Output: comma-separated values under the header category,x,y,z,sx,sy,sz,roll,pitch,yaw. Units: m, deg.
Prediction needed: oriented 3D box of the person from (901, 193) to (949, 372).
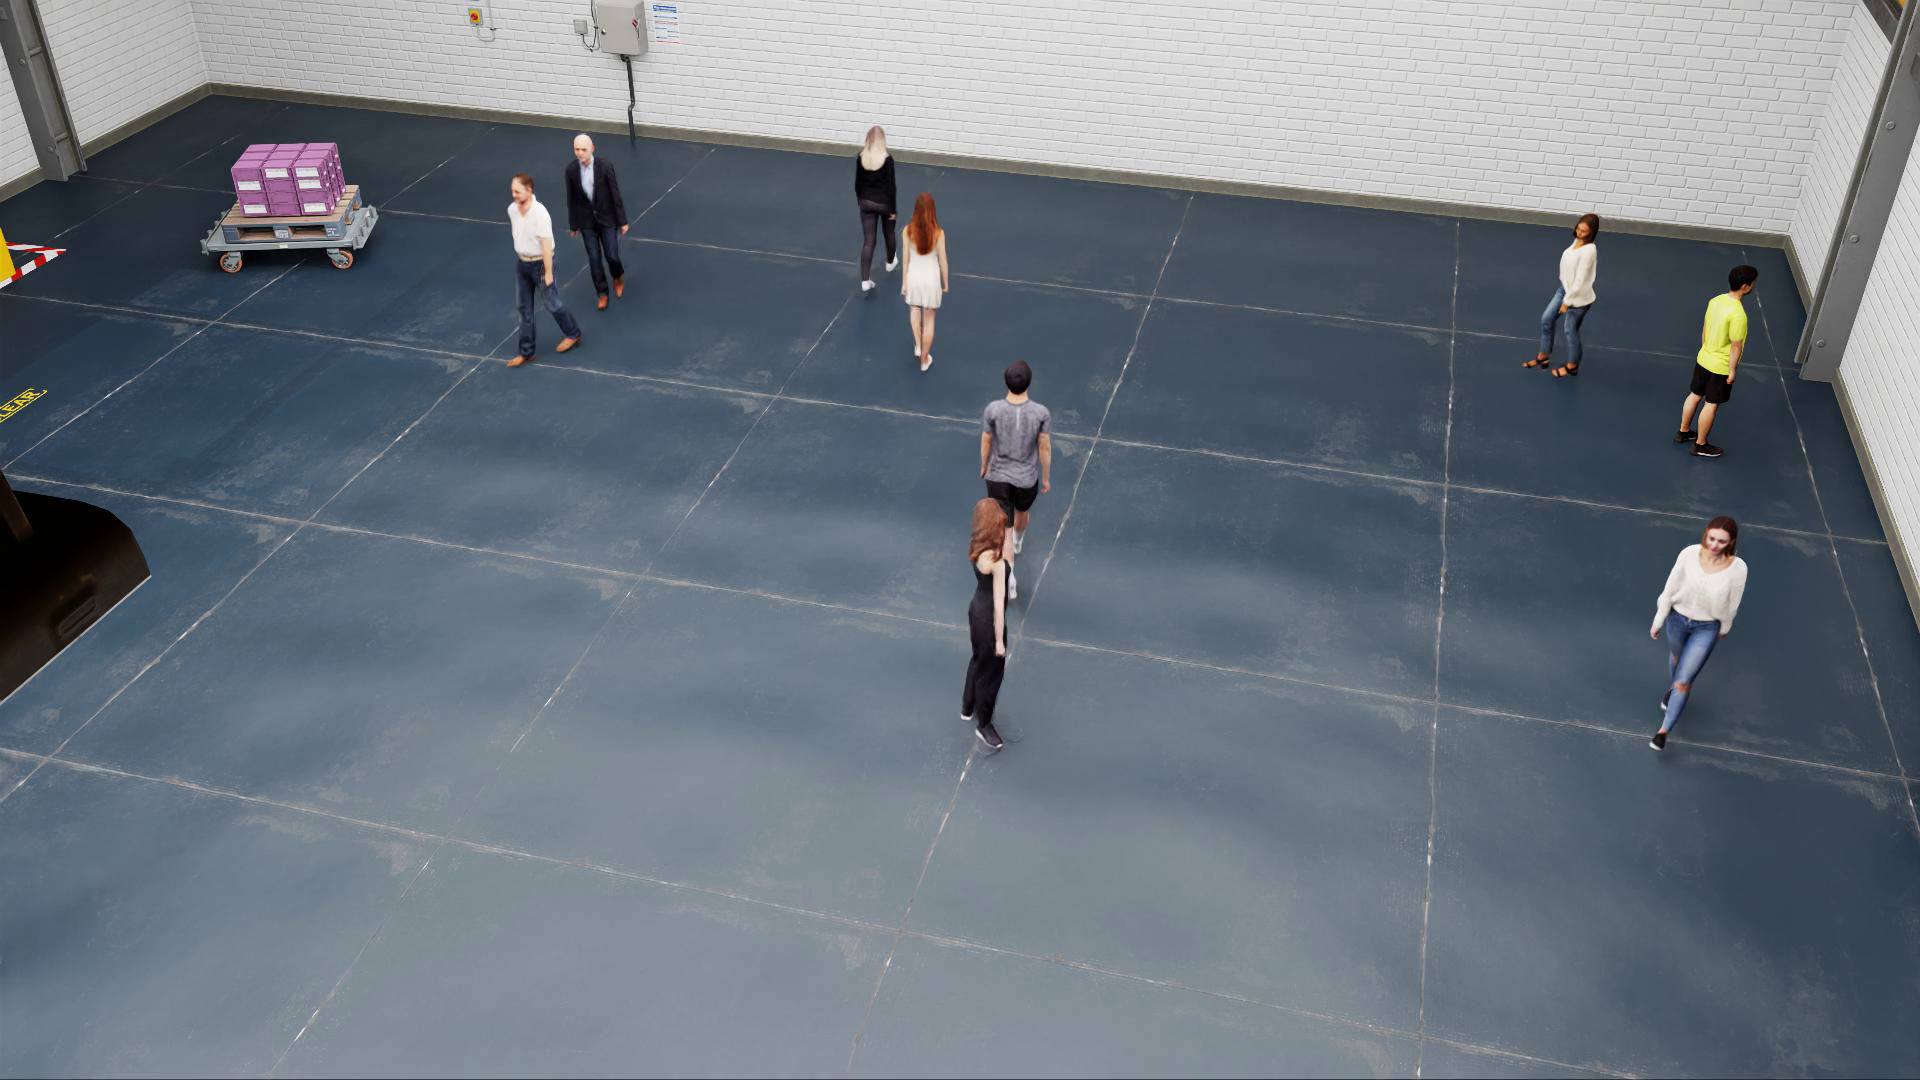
category,x,y,z,sx,sy,sz,roll,pitch,yaw
person,-0.351,-2.335,15.293,0.605,1.699,0.648,5,34,8

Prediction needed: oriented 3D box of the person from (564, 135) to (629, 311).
category,x,y,z,sx,sy,sz,roll,pitch,yaw
person,-3.580,-3.201,16.513,0.824,1.790,0.836,1,34,1

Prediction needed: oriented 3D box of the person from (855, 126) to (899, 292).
category,x,y,z,sx,sy,sz,roll,pitch,yaw
person,-0.875,-3.307,16.808,0.625,1.640,1.123,10,35,14

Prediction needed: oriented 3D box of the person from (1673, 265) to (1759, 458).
category,x,y,z,sx,sy,sz,roll,pitch,yaw
person,6.409,-1.529,14.071,0.757,1.709,0.627,-7,34,-10

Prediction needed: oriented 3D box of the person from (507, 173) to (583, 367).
category,x,y,z,sx,sy,sz,roll,pitch,yaw
person,-3.871,-2.562,15.520,0.948,1.825,1.165,23,40,31

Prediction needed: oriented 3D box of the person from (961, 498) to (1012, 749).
category,x,y,z,sx,sy,sz,roll,pitch,yaw
person,0.166,0.573,10.902,0.863,1.717,0.718,-2,34,-4

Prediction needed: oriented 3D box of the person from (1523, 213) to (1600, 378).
category,x,y,z,sx,sy,sz,roll,pitch,yaw
person,5.683,-2.202,15.135,0.743,1.653,0.686,6,34,9

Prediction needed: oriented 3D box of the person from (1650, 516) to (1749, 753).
category,x,y,z,sx,sy,sz,roll,pitch,yaw
person,4.872,0.530,11.030,0.893,1.646,1.175,23,40,30

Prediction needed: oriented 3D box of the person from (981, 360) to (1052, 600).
category,x,y,z,sx,sy,sz,roll,pitch,yaw
person,0.386,-0.413,12.285,0.873,1.827,1.229,0,34,0
